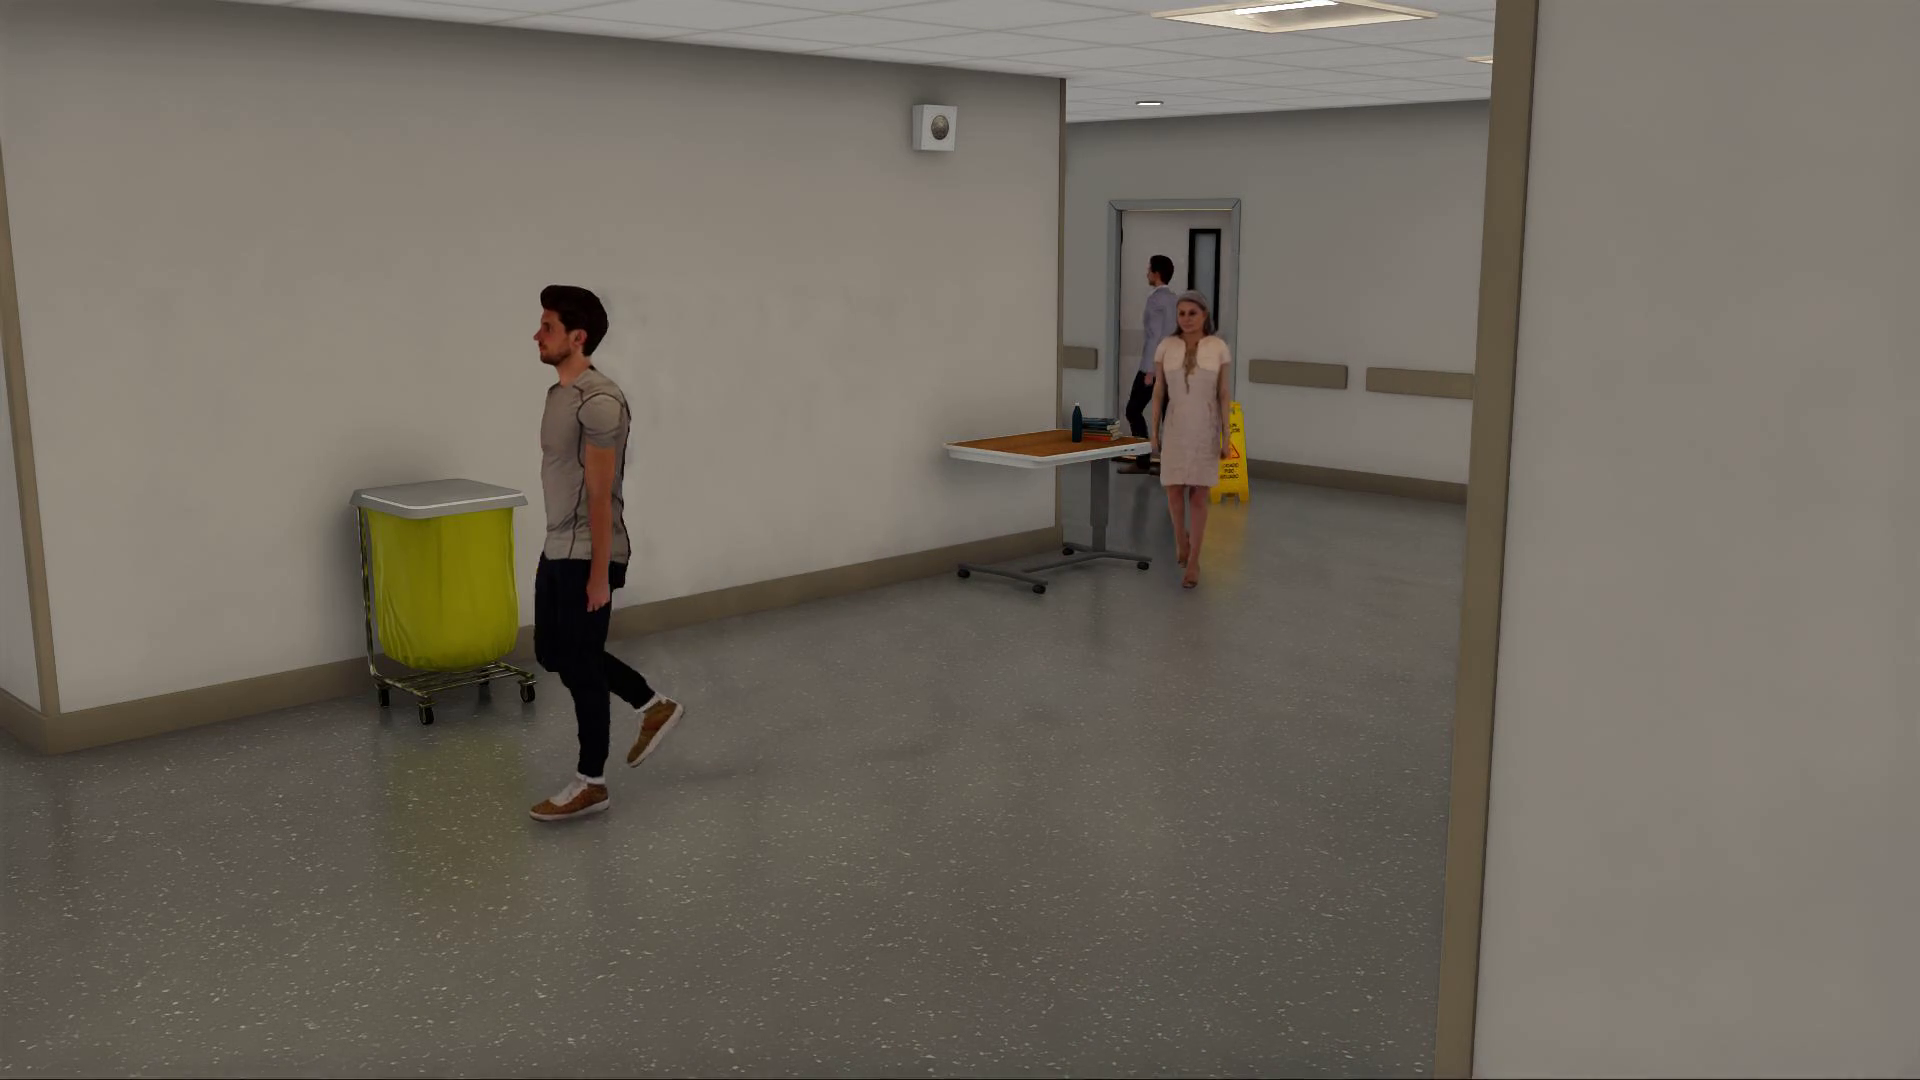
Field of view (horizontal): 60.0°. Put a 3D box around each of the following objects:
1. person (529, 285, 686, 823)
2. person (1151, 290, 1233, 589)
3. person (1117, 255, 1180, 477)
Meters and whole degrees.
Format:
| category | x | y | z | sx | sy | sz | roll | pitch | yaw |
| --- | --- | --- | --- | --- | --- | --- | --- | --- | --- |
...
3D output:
| category | x | y | z | sx | sy | sz | roll | pitch | yaw |
| --- | --- | --- | --- | --- | --- | --- | --- | --- | --- |
| person | -1.265 | 0.048 | 5.930 | 0.801 | 1.879 | 0.877 | -7 | 13 | -34 |
| person | 1.361 | -0.586 | 9.700 | 0.792 | 1.720 | 0.850 | 2 | 11 | 10 |
| person | 1.728 | -1.412 | 13.728 | 0.764 | 1.840 | 0.749 | 8 | 13 | 36 |
